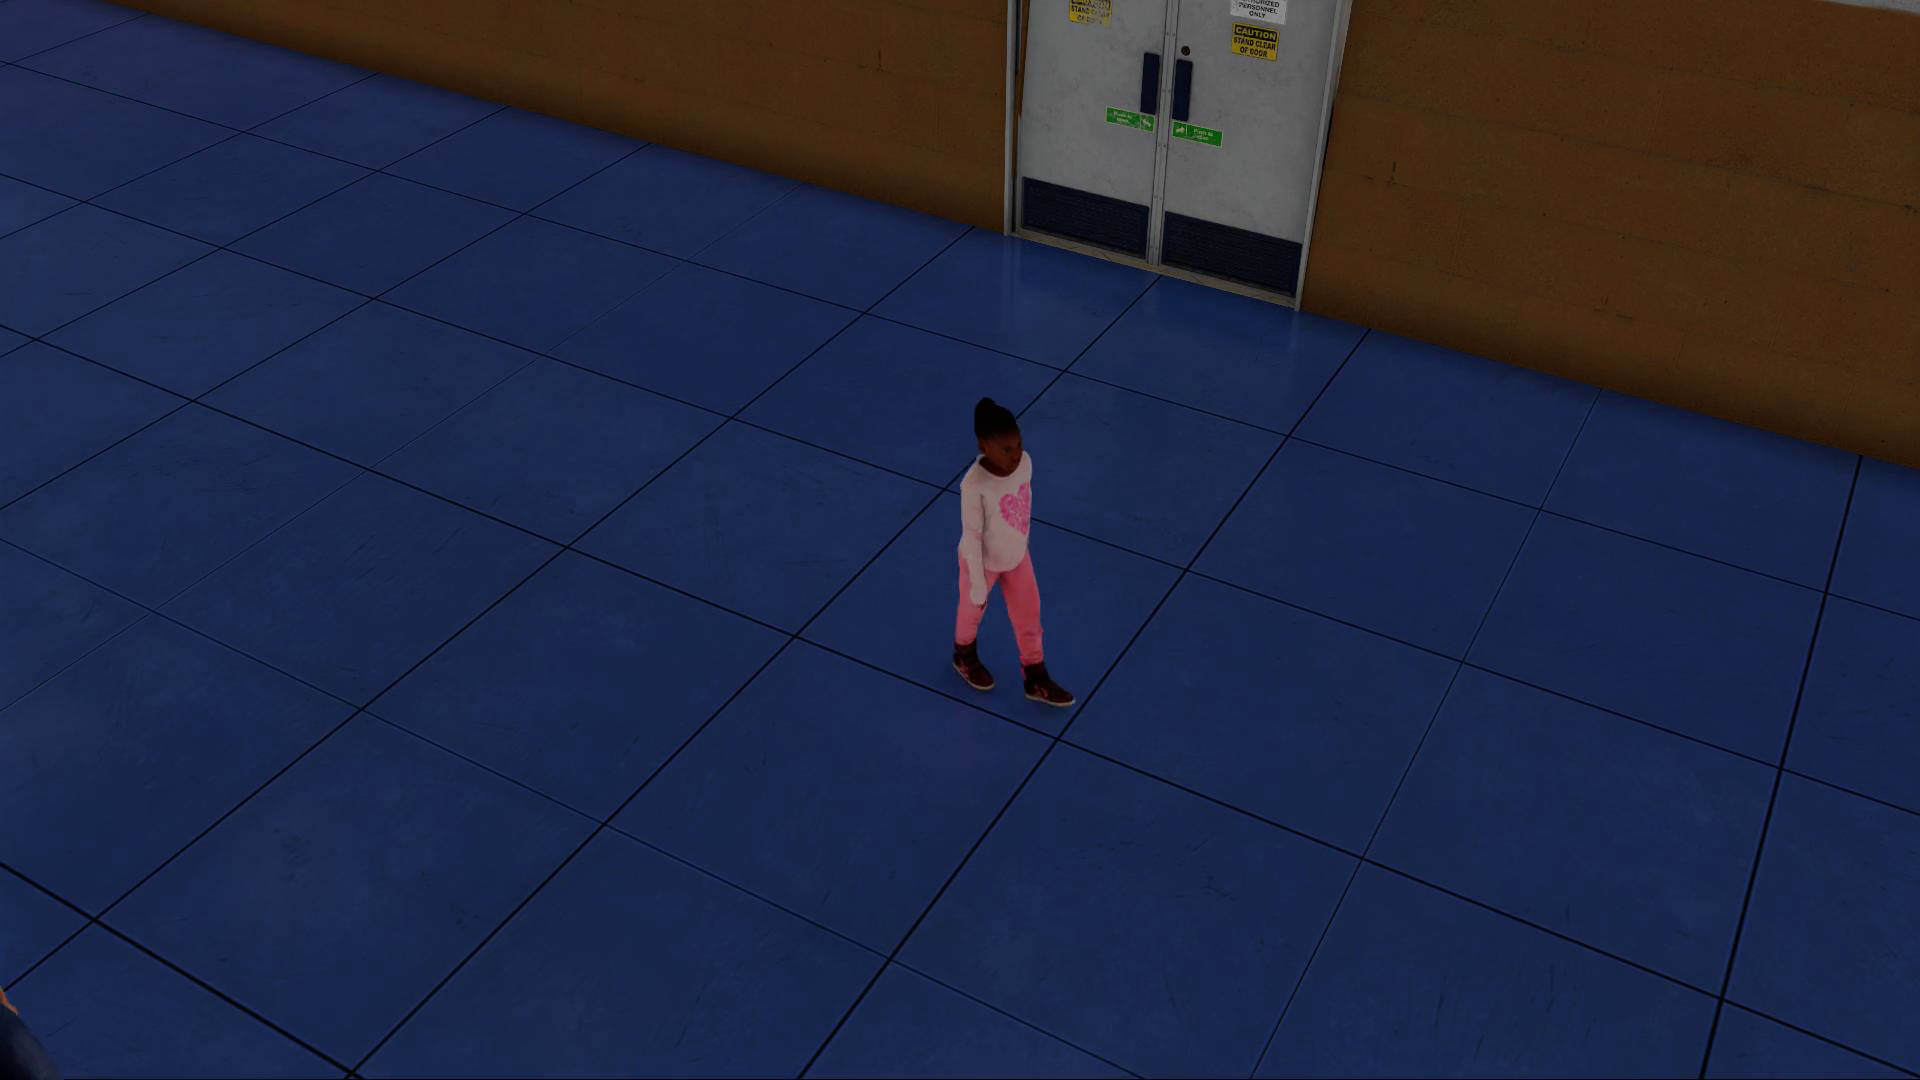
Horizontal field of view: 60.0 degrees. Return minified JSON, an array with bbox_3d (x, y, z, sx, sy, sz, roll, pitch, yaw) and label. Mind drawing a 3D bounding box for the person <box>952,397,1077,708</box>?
[{"bbox_3d":[0.094,0.026,6.869,0.862,1.426,0.802,-27,45,-31],"label":"person"}]
